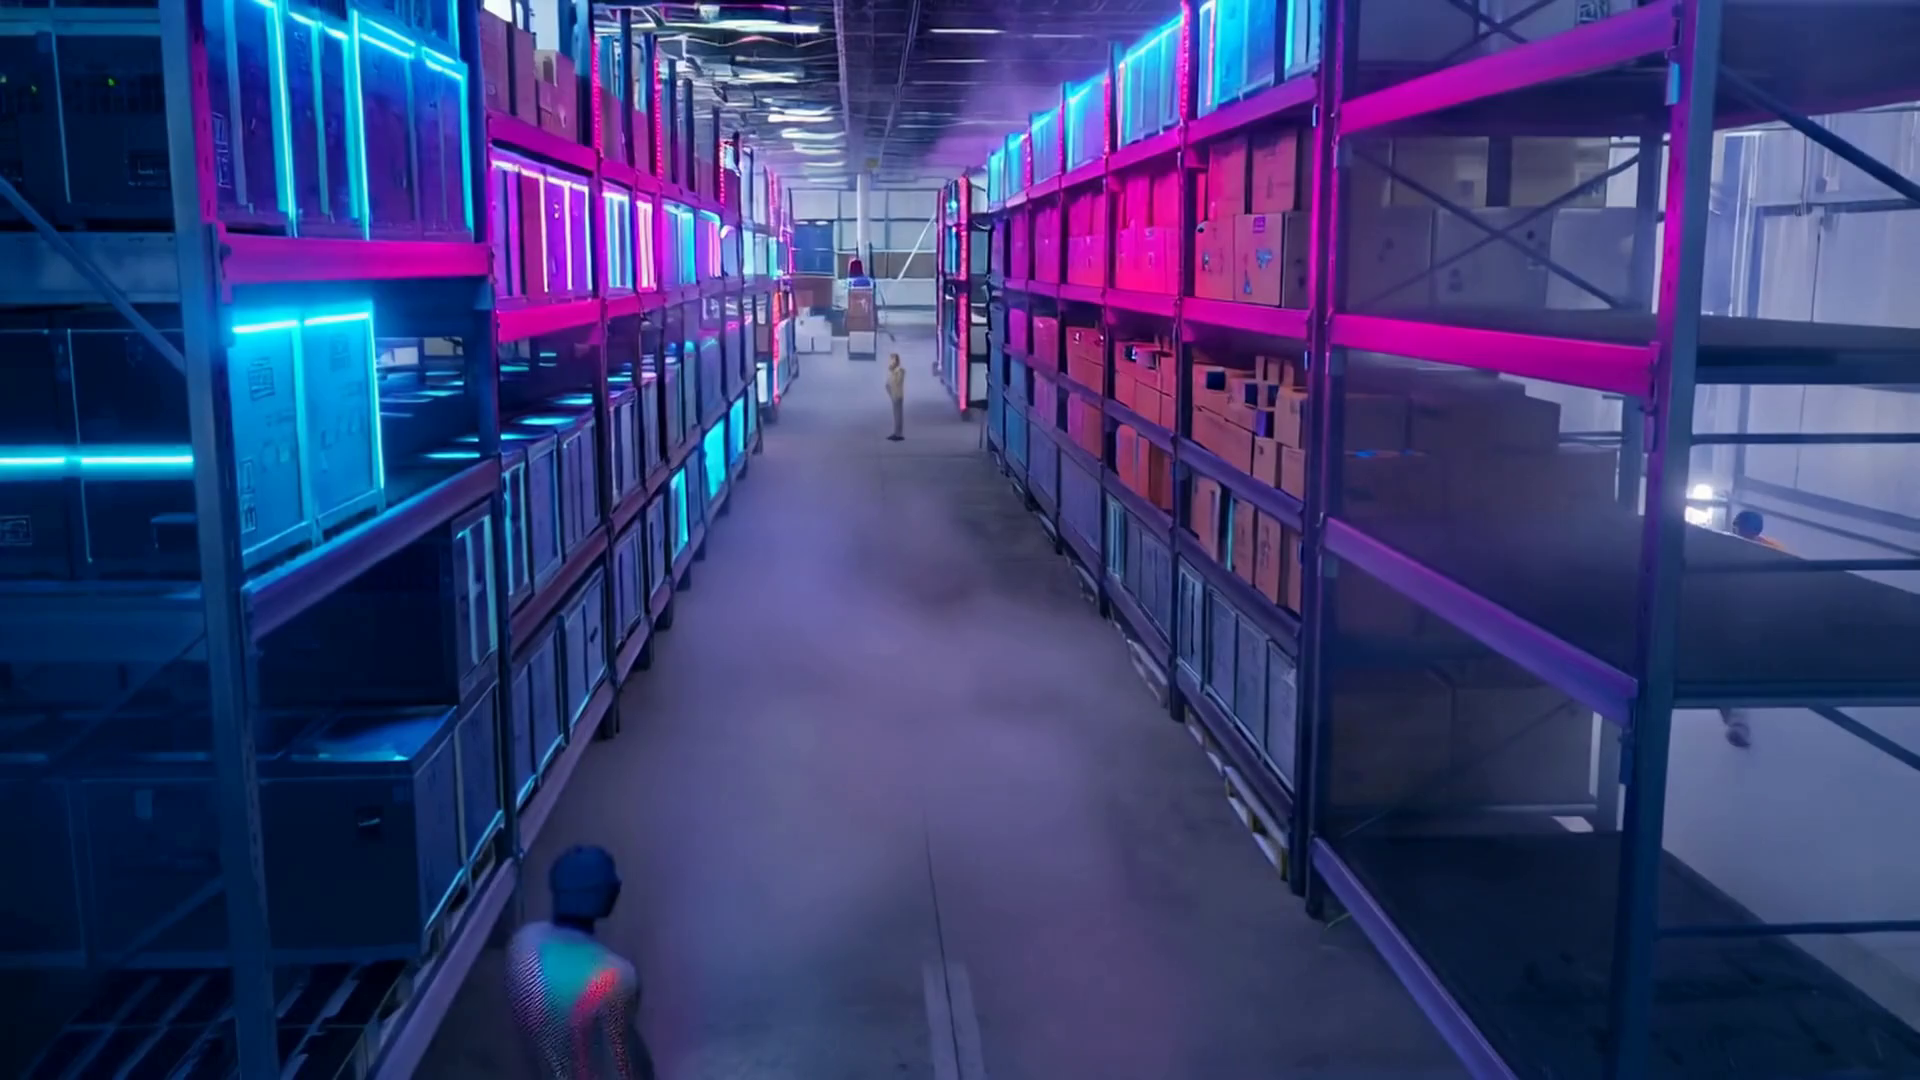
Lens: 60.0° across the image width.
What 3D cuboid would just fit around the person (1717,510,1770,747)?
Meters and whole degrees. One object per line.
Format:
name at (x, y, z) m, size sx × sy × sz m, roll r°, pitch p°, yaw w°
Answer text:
person at (6.283, 0.675, 13.470) m, size 0.676 × 1.853 × 0.975 m, roll 1°, pitch 10°, yaw 4°

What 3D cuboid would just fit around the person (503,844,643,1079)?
person at (-1.321, 1.966, 5.592) m, size 0.640 × 1.922 × 0.670 m, roll 8°, pitch 12°, yaw 40°

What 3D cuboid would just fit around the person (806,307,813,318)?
person at (-7.289, -10.597, 81.432) m, size 0.870 × 1.653 × 0.566 m, roll 2°, pitch 10°, yaw 14°

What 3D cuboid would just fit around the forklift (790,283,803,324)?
forklift at (-8.071, -11.012, 80.244) m, size 1.129 × 2.768 × 1.873 m, roll -5°, pitch 11°, yaw -30°

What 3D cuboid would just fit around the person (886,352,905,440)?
person at (-1.403, -3.112, 35.982) m, size 0.406 × 1.901 × 0.639 m, roll -1°, pitch 10°, yaw -8°

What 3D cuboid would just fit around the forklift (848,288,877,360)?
forklift at (-3.837, -8.459, 64.997) m, size 1.129 × 2.768 × 1.873 m, roll -1°, pitch 10°, yaw -4°

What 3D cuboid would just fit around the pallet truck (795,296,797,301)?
pallet truck at (-8.622, -12.439, 91.403) m, size 1.885 × 1.965 × 0.823 m, roll 2°, pitch 10°, yaw 13°
